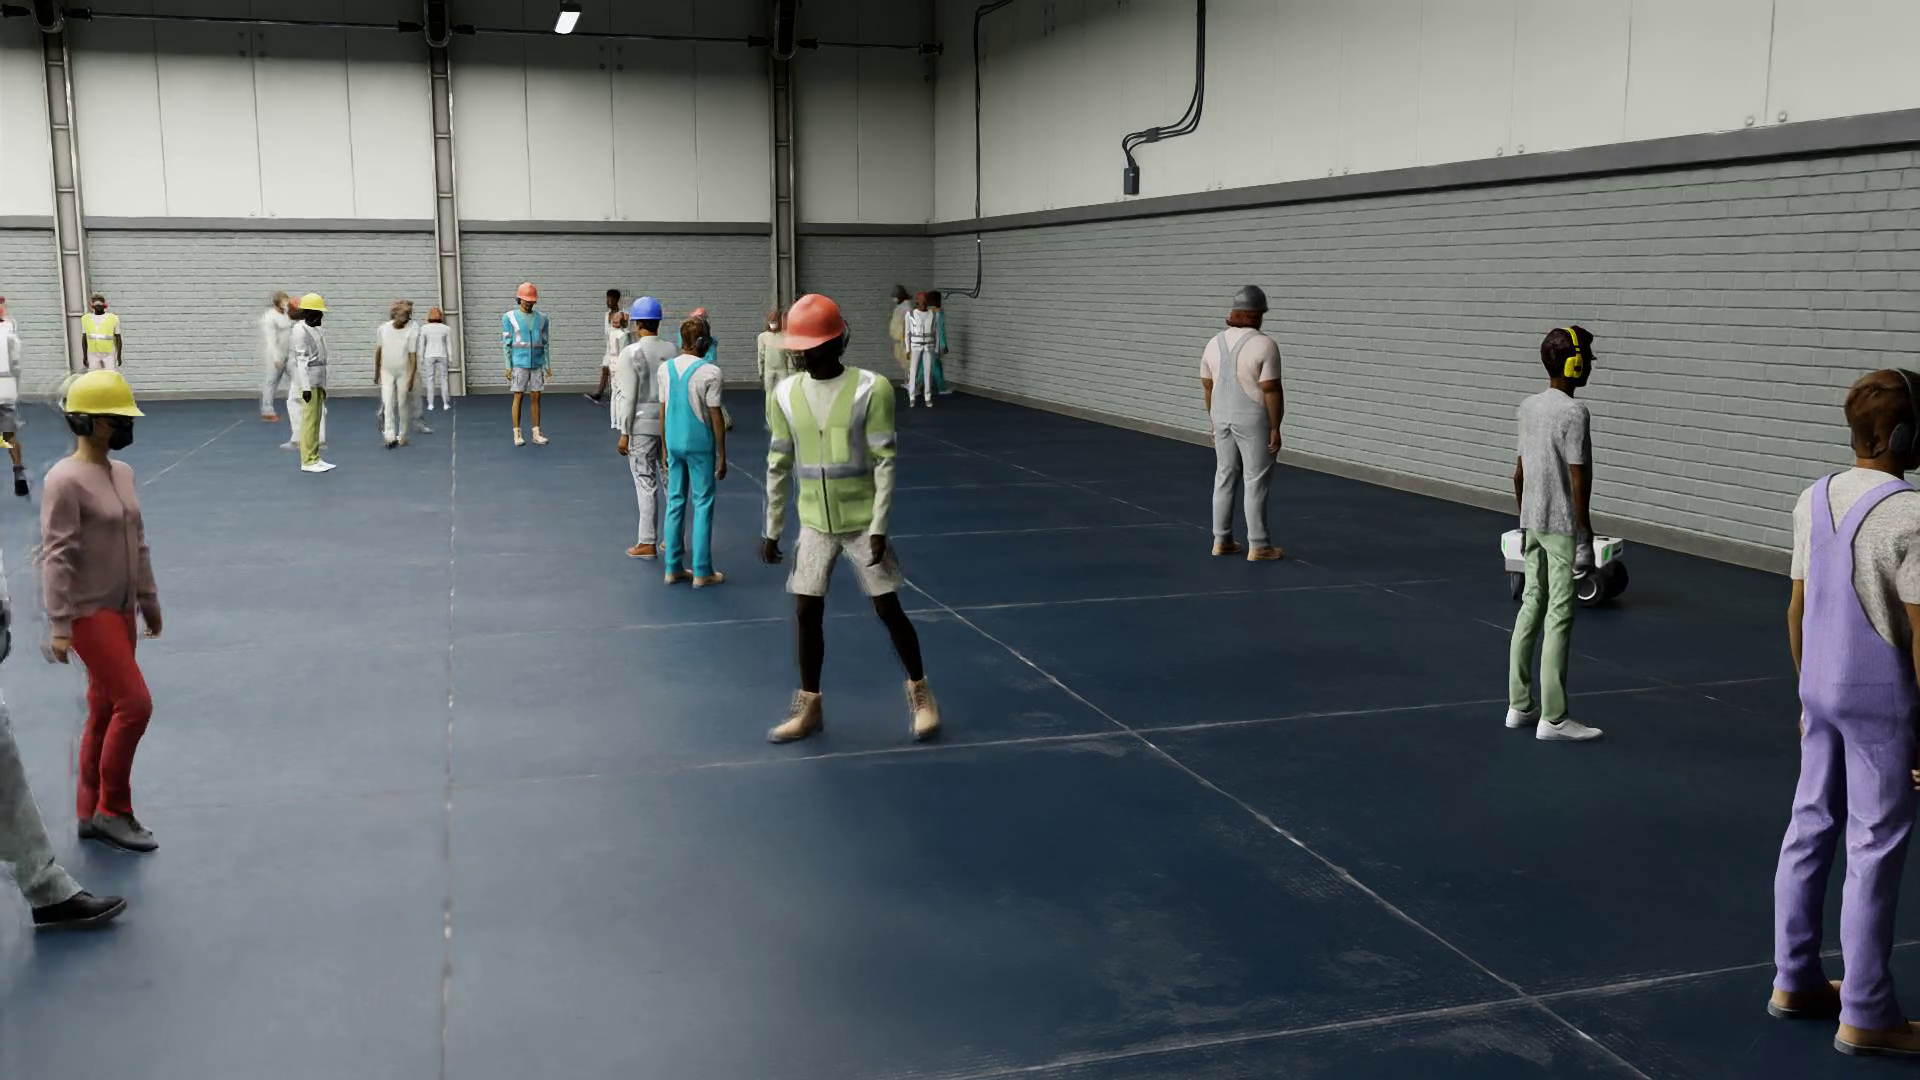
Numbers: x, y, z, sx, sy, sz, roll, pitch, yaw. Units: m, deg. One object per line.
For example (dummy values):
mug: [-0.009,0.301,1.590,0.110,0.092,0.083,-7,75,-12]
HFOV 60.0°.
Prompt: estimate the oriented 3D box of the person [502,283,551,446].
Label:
person: [-5.416,-2.202,20.874,0.605,2.036,0.383,-7,11,-36]

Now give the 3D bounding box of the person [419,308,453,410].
person: [-8.366,-2.892,26.575,0.522,1.627,0.294,-2,9,-14]

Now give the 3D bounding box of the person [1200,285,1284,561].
person: [2.159,-0.874,12.383,0.539,2.000,0.689,-8,12,-40]

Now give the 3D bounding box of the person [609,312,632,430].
person: [-4.679,-2.326,22.949,0.312,1.632,0.518,-5,10,-31]

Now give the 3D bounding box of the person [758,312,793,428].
person: [-2.564,-2.356,23.164,0.499,1.627,0.279,0,9,2]

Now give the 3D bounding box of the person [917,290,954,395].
person: [-0.512,-3.565,30.031,0.886,1.891,0.597,-5,10,-31]

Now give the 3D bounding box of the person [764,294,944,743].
person: [-0.488,-0.082,7.439,0.840,2.012,0.619,3,10,21]

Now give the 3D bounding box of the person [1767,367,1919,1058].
person: [2.452,0.460,4.493,0.345,1.846,0.508,-2,9,-15]

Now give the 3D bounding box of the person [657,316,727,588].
person: [-1.799,-0.589,11.240,0.517,1.834,0.357,4,10,25]

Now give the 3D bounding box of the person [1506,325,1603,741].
person: [2.711,-0.029,7.538,0.328,1.872,0.508,-3,9,-16]

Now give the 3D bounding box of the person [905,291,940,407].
person: [-0.609,-3.097,27.069,0.574,1.883,0.361,-2,9,-11]

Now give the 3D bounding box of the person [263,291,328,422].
person: [-9.739,-2.647,24.136,0.994,1.894,0.658,2,9,10]

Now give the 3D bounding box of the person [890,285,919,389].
person: [-1.070,-3.876,31.536,0.672,2.000,0.718,-2,9,-15]

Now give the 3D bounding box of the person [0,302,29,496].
person: [-9.180,-1.339,15.777,0.534,1.902,0.604,8,12,42]

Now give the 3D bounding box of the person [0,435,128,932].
person: [-3.178,0.392,5.188,0.935,1.770,0.600,0,9,-1]

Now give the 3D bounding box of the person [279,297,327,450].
person: [-8.014,-2.020,20.266,0.546,1.861,0.667,1,9,5]

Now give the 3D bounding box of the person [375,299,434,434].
person: [-7.534,-2.337,22.442,0.833,1.820,0.574,4,10,26]

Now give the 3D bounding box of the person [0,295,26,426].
person: [-13.653,-2.544,23.618,0.752,1.863,0.583,3,9,20]

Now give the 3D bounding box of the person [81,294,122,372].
person: [-13.180,-2.846,25.566,0.569,1.848,0.378,-1,9,-7]

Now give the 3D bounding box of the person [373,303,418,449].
person: [-6.928,-1.997,20.371,0.591,1.778,0.930,-1,9,-7]

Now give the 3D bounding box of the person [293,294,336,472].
person: [-6.994,-1.699,18.015,0.381,1.922,0.594,-1,9,-6]

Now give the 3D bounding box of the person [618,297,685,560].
person: [-2.293,-0.830,12.395,0.403,1.945,0.614,8,12,41]

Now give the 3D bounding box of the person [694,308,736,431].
person: [-3.505,-2.300,22.614,0.564,1.696,0.857,6,11,33]

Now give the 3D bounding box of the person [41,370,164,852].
person: [-3.062,0.265,6.035,0.524,1.750,0.559,0,9,-1]

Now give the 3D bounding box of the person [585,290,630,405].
person: [-5.721,-3.180,27.497,0.630,1.903,1.074,8,12,41]

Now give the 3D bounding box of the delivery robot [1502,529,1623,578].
delivery robot: [3.891,0.073,10.768,0.707,0.478,0.477,7,11,37]
